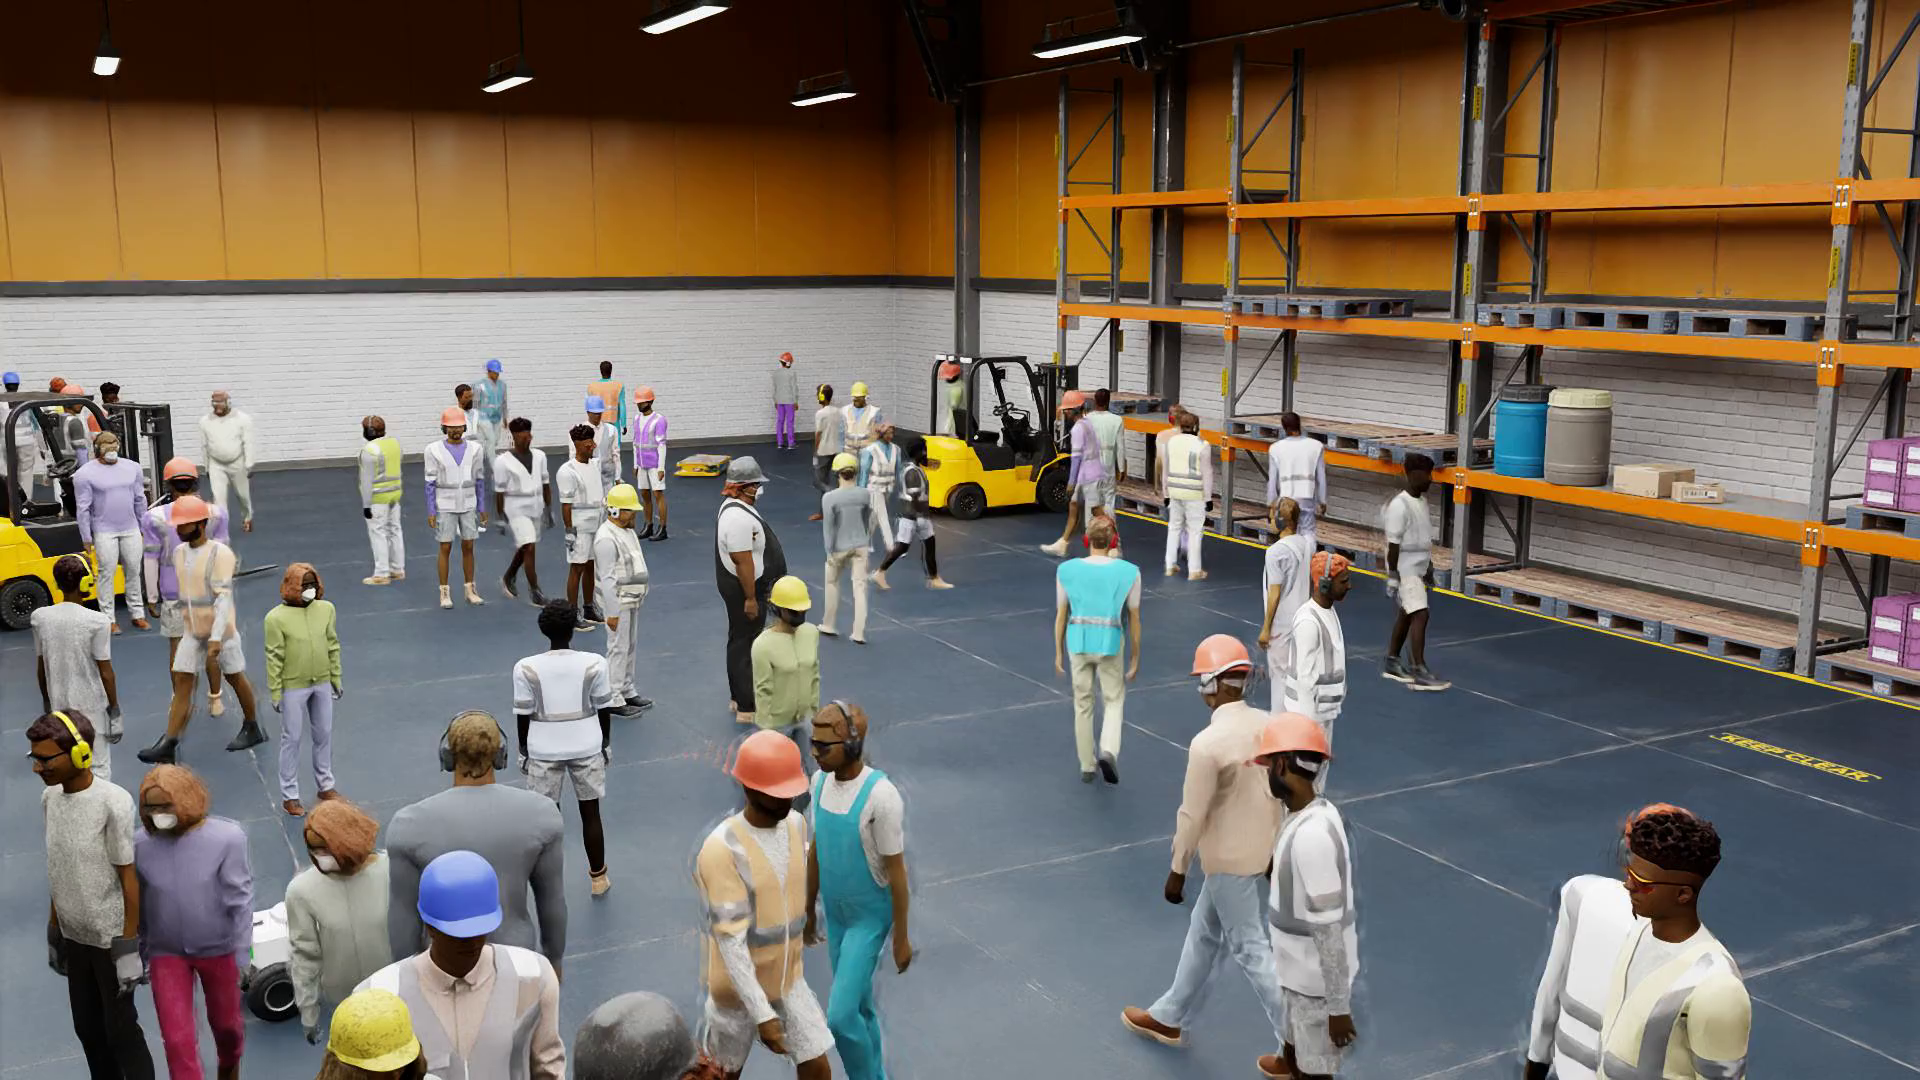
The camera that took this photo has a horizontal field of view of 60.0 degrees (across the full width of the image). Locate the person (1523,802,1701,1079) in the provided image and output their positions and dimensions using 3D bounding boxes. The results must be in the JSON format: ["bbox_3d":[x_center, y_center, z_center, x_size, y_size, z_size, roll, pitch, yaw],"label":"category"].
[{"bbox_3d":[2.187,1.740,5.382,0.795,1.846,0.595,-4,11,-24],"label":"person"}]

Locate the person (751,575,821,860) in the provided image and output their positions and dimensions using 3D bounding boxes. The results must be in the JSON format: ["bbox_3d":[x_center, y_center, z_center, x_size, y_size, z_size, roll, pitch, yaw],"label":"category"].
[{"bbox_3d":[-0.985,1.050,9.639,0.376,1.743,0.530,9,13,42],"label":"person"}]

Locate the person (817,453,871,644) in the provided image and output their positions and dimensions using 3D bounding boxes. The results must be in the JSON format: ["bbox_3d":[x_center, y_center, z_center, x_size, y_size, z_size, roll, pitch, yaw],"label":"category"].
[{"bbox_3d":[-1.084,0.062,15.372,0.529,1.737,0.767,-5,11,-27],"label":"person"}]

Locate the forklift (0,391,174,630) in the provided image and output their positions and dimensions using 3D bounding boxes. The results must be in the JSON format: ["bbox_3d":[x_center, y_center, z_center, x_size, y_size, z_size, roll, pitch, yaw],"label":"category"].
[{"bbox_3d":[-9.026,-0.363,16.508,1.214,2.155,2.313,6,11,29],"label":"forklift"}]

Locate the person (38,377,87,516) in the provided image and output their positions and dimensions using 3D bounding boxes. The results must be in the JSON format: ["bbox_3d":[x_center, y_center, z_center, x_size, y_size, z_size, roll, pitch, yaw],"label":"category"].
[{"bbox_3d":[-12.195,-1.271,22.633,0.574,1.883,0.355,-6,11,-30],"label":"person"}]

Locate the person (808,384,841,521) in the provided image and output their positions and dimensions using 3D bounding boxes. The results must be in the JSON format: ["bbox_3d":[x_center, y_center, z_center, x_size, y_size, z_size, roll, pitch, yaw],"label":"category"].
[{"bbox_3d":[-1.751,-1.136,21.966,0.666,1.848,0.536,6,12,32],"label":"person"}]

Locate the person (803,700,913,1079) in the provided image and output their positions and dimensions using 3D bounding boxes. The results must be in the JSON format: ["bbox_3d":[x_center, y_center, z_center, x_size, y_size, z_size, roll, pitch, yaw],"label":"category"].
[{"bbox_3d":[-0.467,1.533,6.648,0.528,1.824,0.555,-8,13,-39],"label":"person"}]

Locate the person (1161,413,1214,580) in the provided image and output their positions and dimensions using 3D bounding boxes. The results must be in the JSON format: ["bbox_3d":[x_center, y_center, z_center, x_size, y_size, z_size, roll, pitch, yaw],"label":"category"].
[{"bbox_3d":[2.506,-0.482,18.279,0.638,1.828,0.431,10,14,44],"label":"person"}]

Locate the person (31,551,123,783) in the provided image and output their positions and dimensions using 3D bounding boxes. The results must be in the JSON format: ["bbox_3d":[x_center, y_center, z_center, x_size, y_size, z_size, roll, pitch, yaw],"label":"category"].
[{"bbox_3d":[-5.106,0.994,9.663,0.505,1.864,0.331,2,10,9],"label":"person"}]

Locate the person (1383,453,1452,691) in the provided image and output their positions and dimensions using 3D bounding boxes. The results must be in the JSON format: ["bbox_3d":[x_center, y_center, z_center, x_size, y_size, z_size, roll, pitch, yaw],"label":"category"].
[{"bbox_3d":[3.832,0.265,13.658,0.745,1.926,0.636,7,12,33],"label":"person"}]

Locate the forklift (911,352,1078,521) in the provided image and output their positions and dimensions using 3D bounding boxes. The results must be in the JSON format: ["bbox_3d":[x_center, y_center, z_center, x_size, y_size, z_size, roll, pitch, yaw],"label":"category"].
[{"bbox_3d":[0.460,-1.461,22.833,2.313,2.155,1.214,-5,11,-28],"label":"forklift"}]

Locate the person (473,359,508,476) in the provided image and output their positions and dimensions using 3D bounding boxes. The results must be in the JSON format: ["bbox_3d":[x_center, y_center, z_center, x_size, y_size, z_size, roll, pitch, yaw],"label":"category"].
[{"bbox_3d":[-7.575,-1.968,26.636,0.805,1.903,0.614,7,12,36],"label":"person"}]

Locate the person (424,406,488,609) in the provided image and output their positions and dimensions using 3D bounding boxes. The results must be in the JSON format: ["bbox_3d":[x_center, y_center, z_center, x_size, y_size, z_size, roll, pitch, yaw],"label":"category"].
[{"bbox_3d":[-5.064,-0.332,16.763,0.605,2.045,0.380,-6,12,-33],"label":"person"}]

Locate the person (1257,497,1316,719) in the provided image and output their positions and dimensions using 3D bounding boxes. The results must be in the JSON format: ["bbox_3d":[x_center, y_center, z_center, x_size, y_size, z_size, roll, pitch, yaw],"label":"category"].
[{"bbox_3d":[2.334,0.600,11.980,0.346,1.844,0.507,10,14,44],"label":"person"}]

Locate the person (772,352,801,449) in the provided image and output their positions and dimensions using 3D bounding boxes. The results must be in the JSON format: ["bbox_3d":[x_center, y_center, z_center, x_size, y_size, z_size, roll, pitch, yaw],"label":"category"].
[{"bbox_3d":[-3.156,-2.539,30.303,0.564,1.752,0.337,7,12,36],"label":"person"}]

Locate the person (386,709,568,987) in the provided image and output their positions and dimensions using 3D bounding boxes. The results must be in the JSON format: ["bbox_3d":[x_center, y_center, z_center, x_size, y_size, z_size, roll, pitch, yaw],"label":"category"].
[{"bbox_3d":[-1.763,1.574,6.132,0.639,1.928,0.369,-5,11,-25],"label":"person"}]

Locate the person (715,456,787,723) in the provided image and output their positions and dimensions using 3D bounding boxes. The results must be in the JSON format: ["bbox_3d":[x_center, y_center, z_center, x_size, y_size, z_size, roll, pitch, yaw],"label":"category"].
[{"bbox_3d":[-1.598,0.366,12.755,0.538,2.000,0.683,-3,10,-14],"label":"person"}]

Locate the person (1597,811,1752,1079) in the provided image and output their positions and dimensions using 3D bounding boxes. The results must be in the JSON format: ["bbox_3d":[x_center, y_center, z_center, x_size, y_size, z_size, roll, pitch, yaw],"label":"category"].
[{"bbox_3d":[2.084,1.756,4.967,0.366,1.967,0.603,0,10,0],"label":"person"}]

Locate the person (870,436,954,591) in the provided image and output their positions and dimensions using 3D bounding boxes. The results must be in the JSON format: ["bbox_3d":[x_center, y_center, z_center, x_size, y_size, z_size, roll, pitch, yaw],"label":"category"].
[{"bbox_3d":[-0.531,-0.274,17.526,0.839,1.662,0.530,2,10,12],"label":"person"}]

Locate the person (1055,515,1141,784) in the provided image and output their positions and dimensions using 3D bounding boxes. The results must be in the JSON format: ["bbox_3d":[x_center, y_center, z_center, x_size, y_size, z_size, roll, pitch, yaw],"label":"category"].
[{"bbox_3d":[0.911,0.758,11.117,0.579,1.831,0.526,1,10,7],"label":"person"}]

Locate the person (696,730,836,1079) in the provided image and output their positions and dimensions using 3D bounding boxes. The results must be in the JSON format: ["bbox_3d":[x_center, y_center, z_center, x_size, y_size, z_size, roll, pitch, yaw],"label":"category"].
[{"bbox_3d":[-0.639,1.617,6.023,1.038,1.873,0.550,8,13,40],"label":"person"}]

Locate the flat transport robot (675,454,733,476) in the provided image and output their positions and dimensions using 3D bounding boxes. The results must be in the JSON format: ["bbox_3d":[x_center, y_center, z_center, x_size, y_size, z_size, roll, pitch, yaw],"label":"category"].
[{"bbox_3d":[-4.138,-1.221,26.981,0.652,0.197,1.431,1,10,4],"label":"flat transport robot"}]

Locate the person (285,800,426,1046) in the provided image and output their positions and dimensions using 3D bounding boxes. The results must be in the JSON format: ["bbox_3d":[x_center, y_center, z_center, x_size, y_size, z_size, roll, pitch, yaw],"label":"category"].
[{"bbox_3d":[-2.213,1.728,6.243,0.548,1.569,0.834,-2,10,-12],"label":"person"}]

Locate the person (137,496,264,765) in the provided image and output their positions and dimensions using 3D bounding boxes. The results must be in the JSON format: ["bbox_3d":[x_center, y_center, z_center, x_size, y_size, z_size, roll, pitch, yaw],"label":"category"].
[{"bbox_3d":[-5.345,0.632,11.668,0.549,1.883,0.985,3,10,19],"label":"person"}]

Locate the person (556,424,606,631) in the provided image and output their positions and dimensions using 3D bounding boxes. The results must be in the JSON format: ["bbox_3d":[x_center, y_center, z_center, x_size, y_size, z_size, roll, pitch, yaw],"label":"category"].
[{"bbox_3d":[-3.565,-0.128,15.813,0.361,1.964,0.615,4,11,20],"label":"person"}]

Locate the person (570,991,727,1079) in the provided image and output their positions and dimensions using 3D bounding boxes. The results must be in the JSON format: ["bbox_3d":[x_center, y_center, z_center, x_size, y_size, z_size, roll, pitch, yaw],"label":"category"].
[{"bbox_3d":[-0.696,1.931,3.748,0.535,2.000,0.693,-10,14,-44],"label":"person"}]

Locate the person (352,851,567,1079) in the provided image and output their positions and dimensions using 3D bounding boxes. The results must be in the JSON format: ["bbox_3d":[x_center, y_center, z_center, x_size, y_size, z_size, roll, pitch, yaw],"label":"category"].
[{"bbox_3d":[-1.416,1.808,4.763,0.614,1.940,0.423,-5,11,-25],"label":"person"}]

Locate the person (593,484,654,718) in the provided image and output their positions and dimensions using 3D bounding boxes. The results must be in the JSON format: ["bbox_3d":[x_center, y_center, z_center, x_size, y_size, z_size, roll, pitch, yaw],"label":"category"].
[{"bbox_3d":[-2.603,0.468,12.821,0.403,1.817,0.601,1,10,4],"label":"person"}]

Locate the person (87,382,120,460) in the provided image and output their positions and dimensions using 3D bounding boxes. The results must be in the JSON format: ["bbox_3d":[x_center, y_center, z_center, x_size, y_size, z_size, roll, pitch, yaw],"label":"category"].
[{"bbox_3d":[-10.638,-1.003,20.865,0.372,1.962,0.603,1,10,7],"label":"person"}]

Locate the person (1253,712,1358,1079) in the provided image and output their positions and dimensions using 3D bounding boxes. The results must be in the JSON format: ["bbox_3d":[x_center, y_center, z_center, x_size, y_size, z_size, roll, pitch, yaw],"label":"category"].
[{"bbox_3d":[1.296,1.602,6.092,0.485,1.885,0.706,1,10,7],"label":"person"}]

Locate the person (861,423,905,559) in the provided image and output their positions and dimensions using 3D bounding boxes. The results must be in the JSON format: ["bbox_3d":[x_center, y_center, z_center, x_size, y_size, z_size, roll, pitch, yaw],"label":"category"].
[{"bbox_3d":[-0.935,-0.603,19.635,0.523,1.587,0.875,-9,13,-43],"label":"person"}]

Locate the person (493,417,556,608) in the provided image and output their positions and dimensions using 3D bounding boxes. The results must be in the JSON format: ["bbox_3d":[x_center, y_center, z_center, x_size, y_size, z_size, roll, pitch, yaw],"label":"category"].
[{"bbox_3d":[-4.476,-0.308,16.968,0.942,1.938,0.613,7,12,35],"label":"person"}]

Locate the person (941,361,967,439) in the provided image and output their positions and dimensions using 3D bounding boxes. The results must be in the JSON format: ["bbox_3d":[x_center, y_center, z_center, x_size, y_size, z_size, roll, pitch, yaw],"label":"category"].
[{"bbox_3d":[-0.080,-1.692,24.744,0.492,1.990,0.658,2,10,13],"label":"person"}]

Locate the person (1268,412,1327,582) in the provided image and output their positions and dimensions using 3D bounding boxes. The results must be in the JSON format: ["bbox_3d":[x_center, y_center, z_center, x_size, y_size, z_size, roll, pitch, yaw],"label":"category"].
[{"bbox_3d":[3.619,-0.431,17.846,0.637,1.876,0.568,1,10,4],"label":"person"}]

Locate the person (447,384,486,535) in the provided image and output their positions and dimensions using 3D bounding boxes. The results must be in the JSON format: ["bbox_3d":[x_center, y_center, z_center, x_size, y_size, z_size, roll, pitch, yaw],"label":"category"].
[{"bbox_3d":[-6.303,-1.026,21.120,0.394,1.919,0.590,3,10,17],"label":"person"}]

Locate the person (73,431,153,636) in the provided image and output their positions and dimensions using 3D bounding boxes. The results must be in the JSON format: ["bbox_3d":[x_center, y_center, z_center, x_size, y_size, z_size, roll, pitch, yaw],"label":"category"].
[{"bbox_3d":[-7.932,-0.069,15.602,0.383,1.929,0.634,8,13,38],"label":"person"}]

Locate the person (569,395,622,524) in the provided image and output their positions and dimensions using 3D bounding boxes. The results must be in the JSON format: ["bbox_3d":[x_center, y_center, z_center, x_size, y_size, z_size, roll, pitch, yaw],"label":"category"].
[{"bbox_3d":[-4.214,-0.710,19.250,0.611,1.938,0.416,-6,12,-32],"label":"person"}]

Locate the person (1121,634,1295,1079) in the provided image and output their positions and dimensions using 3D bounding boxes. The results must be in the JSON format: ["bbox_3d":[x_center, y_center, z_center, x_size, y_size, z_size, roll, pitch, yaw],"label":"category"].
[{"bbox_3d":[1.198,1.381,7.276,1.010,1.927,0.627,6,12,33],"label":"person"}]

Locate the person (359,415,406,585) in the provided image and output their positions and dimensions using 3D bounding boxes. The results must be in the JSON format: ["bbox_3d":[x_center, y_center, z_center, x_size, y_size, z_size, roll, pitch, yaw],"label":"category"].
[{"bbox_3d":[-6.262,-0.432,17.974,0.430,1.833,0.629,3,10,18],"label":"person"}]

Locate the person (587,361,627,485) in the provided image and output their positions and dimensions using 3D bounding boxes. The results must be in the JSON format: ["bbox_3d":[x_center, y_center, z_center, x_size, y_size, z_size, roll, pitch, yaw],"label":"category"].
[{"bbox_3d":[-5.417,-1.779,25.558,0.587,1.888,0.397,1,10,5],"label":"person"}]

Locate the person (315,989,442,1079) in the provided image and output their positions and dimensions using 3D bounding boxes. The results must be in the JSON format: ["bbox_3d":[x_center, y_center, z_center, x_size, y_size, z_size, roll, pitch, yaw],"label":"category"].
[{"bbox_3d":[-1.488,1.982,4.334,0.322,1.736,0.485,7,12,34],"label":"person"}]

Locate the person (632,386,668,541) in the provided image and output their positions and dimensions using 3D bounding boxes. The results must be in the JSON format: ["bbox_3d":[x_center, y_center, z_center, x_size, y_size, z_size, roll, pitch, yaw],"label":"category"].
[{"bbox_3d":[-3.869,-0.946,20.636,0.544,1.930,0.389,7,12,37],"label":"person"}]

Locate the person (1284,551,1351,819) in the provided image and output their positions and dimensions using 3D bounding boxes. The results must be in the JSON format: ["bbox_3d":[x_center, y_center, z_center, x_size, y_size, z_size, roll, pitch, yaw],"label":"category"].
[{"bbox_3d":[2.066,0.994,9.614,0.360,1.880,0.575,4,11,24],"label":"person"}]

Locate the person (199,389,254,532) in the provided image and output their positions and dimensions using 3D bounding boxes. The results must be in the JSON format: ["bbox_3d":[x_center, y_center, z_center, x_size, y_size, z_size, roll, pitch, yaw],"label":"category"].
[{"bbox_3d":[-9.184,-0.965,20.887,0.636,1.877,0.919,-3,10,-14],"label":"person"}]

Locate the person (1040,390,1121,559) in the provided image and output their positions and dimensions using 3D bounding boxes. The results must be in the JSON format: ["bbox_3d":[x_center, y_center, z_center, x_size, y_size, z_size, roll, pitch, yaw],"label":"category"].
[{"bbox_3d":[1.400,-0.733,19.218,1.021,1.980,0.613,2,10,11],"label":"person"}]

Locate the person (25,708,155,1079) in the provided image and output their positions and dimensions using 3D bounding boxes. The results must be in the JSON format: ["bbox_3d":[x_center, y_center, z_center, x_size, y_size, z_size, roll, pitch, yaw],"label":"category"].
[{"bbox_3d":[-3.369,1.557,6.450,0.526,1.857,0.343,5,11,27],"label":"person"}]

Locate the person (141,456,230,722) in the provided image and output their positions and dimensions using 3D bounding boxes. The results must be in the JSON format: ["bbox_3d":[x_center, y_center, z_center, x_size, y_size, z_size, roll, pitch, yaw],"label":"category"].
[{"bbox_3d":[-5.904,0.376,12.739,0.611,2.032,0.411,-6,12,-33],"label":"person"}]

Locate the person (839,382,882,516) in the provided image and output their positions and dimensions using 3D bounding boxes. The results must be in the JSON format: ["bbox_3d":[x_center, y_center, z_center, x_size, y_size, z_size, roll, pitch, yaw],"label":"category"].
[{"bbox_3d":[-1.354,-1.226,22.527,0.600,1.827,0.404,2,10,12],"label":"person"}]

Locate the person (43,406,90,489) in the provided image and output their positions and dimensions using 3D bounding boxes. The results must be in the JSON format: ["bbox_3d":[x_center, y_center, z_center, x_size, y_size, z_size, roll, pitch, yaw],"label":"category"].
[{"bbox_3d":[-11.037,-0.833,20.585,0.532,1.717,0.912,2,10,12],"label":"person"}]

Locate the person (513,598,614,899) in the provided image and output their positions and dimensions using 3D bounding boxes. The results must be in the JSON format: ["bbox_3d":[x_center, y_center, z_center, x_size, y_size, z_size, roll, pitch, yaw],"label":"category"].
[{"bbox_3d":[-2.176,1.160,9.165,0.539,1.698,0.318,-3,10,-16],"label":"person"}]

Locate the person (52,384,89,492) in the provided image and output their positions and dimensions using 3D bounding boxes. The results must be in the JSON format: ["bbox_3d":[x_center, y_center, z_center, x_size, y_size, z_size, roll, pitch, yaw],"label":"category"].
[{"bbox_3d":[-10.349,-0.800,19.483,0.605,2.036,0.393,7,12,36],"label":"person"}]

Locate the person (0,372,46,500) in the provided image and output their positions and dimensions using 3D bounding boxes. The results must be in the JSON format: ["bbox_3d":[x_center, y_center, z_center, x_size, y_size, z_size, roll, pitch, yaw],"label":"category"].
[{"bbox_3d":[-13.035,-1.369,23.058,0.660,1.927,0.535,-3,10,-16],"label":"person"}]

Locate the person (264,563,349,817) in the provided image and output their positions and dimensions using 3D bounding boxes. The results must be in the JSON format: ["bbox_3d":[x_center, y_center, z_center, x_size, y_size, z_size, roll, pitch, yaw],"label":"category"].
[{"bbox_3d":[-4.184,0.942,10.637,0.272,1.627,0.502,7,12,35],"label":"person"}]

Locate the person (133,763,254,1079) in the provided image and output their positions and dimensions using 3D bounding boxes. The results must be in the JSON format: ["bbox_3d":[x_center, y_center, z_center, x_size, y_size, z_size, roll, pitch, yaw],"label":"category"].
[{"bbox_3d":[-3.083,1.640,6.708,0.497,1.602,0.751,-3,10,-16],"label":"person"}]

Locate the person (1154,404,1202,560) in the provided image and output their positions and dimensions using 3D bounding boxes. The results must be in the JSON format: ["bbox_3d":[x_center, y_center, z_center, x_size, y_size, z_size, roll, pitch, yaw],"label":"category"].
[{"bbox_3d":[2.572,-0.687,19.506,0.570,1.813,0.928,-3,10,-16],"label":"person"}]

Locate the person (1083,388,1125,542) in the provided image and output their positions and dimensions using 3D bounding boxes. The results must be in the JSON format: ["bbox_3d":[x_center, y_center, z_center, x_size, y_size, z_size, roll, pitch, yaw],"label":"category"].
[{"bbox_3d":[1.728,-0.900,20.405,0.597,1.915,0.370,3,10,15],"label":"person"}]
